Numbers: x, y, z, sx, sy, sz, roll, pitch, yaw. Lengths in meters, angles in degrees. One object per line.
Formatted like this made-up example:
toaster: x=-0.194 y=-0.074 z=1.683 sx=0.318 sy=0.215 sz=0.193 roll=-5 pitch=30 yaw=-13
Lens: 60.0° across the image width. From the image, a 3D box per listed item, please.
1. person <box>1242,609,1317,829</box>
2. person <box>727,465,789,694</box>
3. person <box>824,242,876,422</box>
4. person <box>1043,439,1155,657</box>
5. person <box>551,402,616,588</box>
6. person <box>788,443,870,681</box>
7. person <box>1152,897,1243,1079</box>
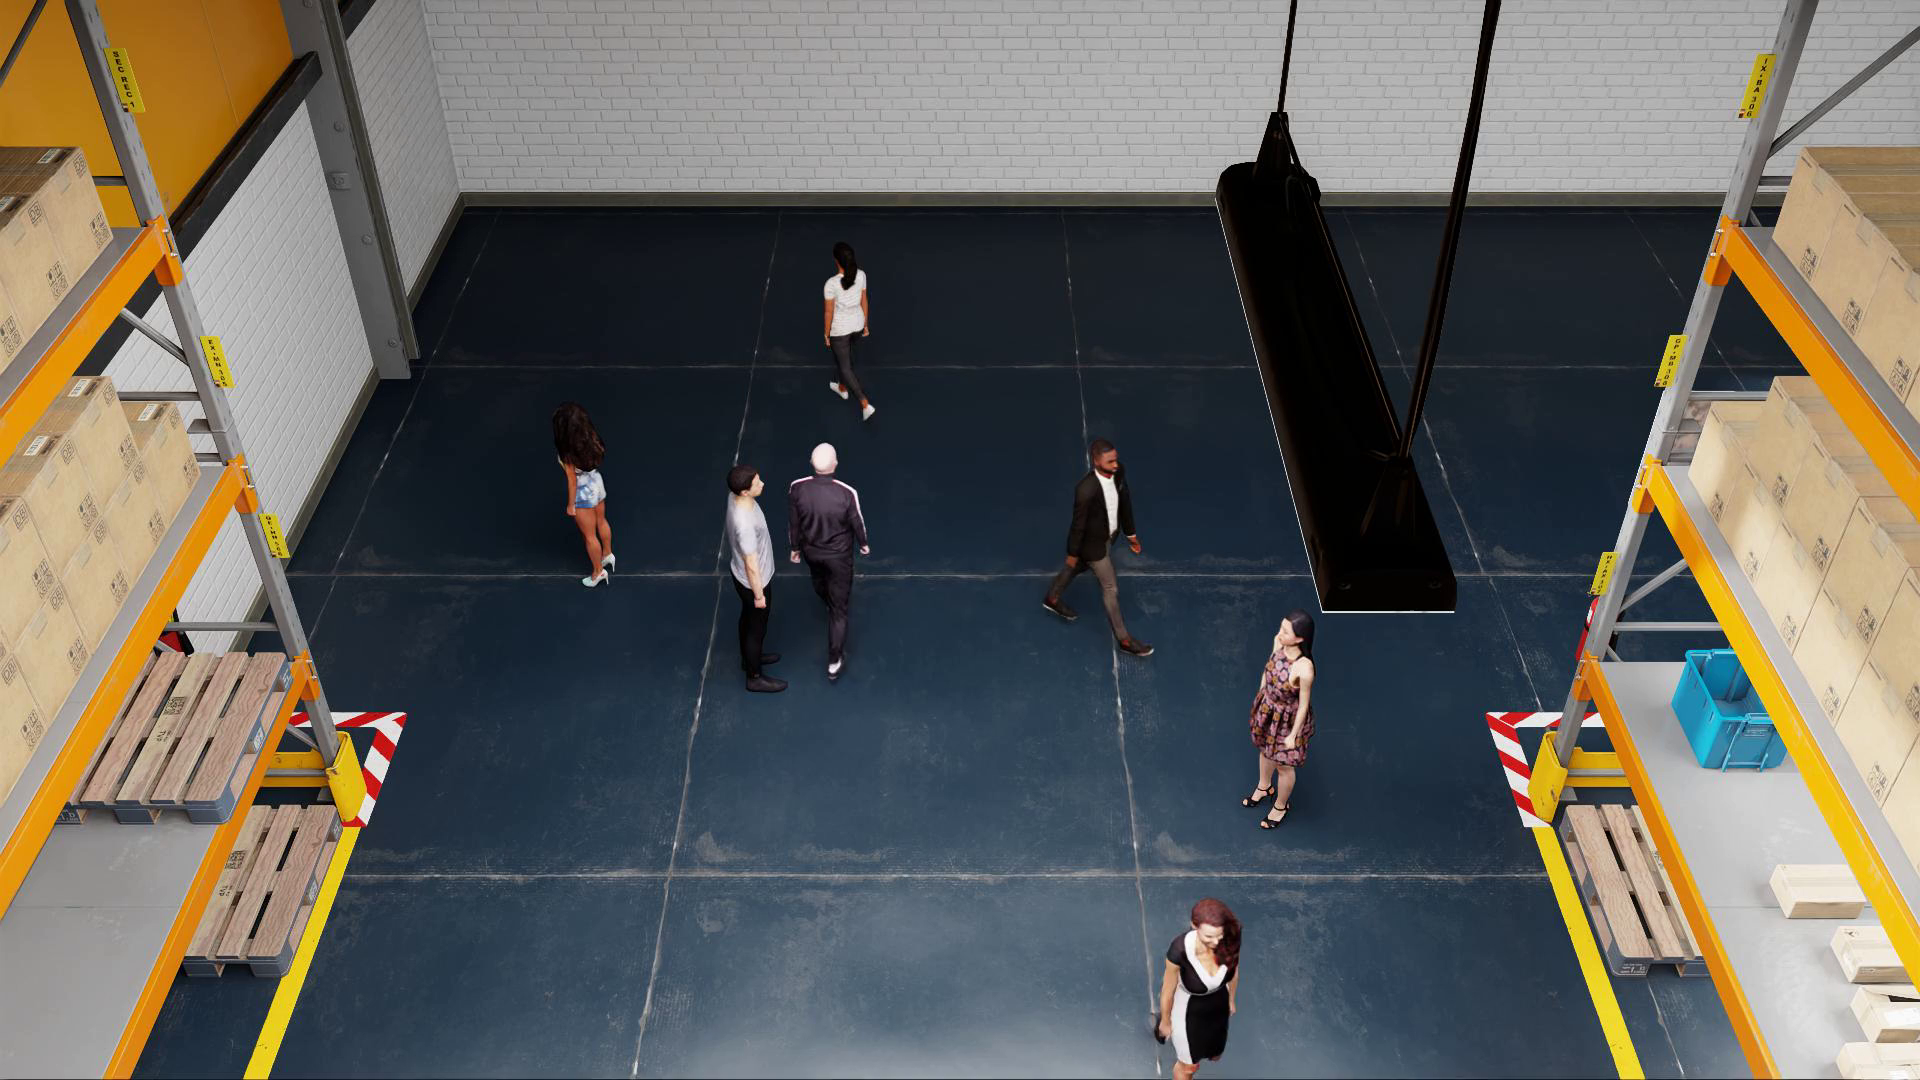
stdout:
person: x=2.022 y=1.129 z=10.490 sx=0.832 sy=1.774 sz=0.738 roll=-15 pitch=41 yaw=-18
person: x=-1.453 y=0.245 z=11.526 sx=0.783 sy=1.862 sz=0.564 roll=-9 pitch=39 yaw=-11
person: x=-0.931 y=-1.771 z=14.243 sx=0.963 sy=1.622 sz=1.106 roll=-25 pitch=45 yaw=-28
person: x=0.903 y=-0.009 z=11.942 sx=1.162 sy=1.740 sz=1.241 roll=23 pitch=44 yaw=26
person: x=-2.808 y=-0.345 z=12.455 sx=0.672 sy=1.625 sz=0.554 roll=7 pitch=39 yaw=9
person: x=-0.944 y=0.177 z=11.671 sx=0.878 sy=1.788 sz=1.236 roll=7 pitch=39 yaw=9
person: x=1.227 y=2.443 z=8.837 sx=0.784 sy=1.783 sz=0.936 roll=-15 pitch=41 yaw=-18
